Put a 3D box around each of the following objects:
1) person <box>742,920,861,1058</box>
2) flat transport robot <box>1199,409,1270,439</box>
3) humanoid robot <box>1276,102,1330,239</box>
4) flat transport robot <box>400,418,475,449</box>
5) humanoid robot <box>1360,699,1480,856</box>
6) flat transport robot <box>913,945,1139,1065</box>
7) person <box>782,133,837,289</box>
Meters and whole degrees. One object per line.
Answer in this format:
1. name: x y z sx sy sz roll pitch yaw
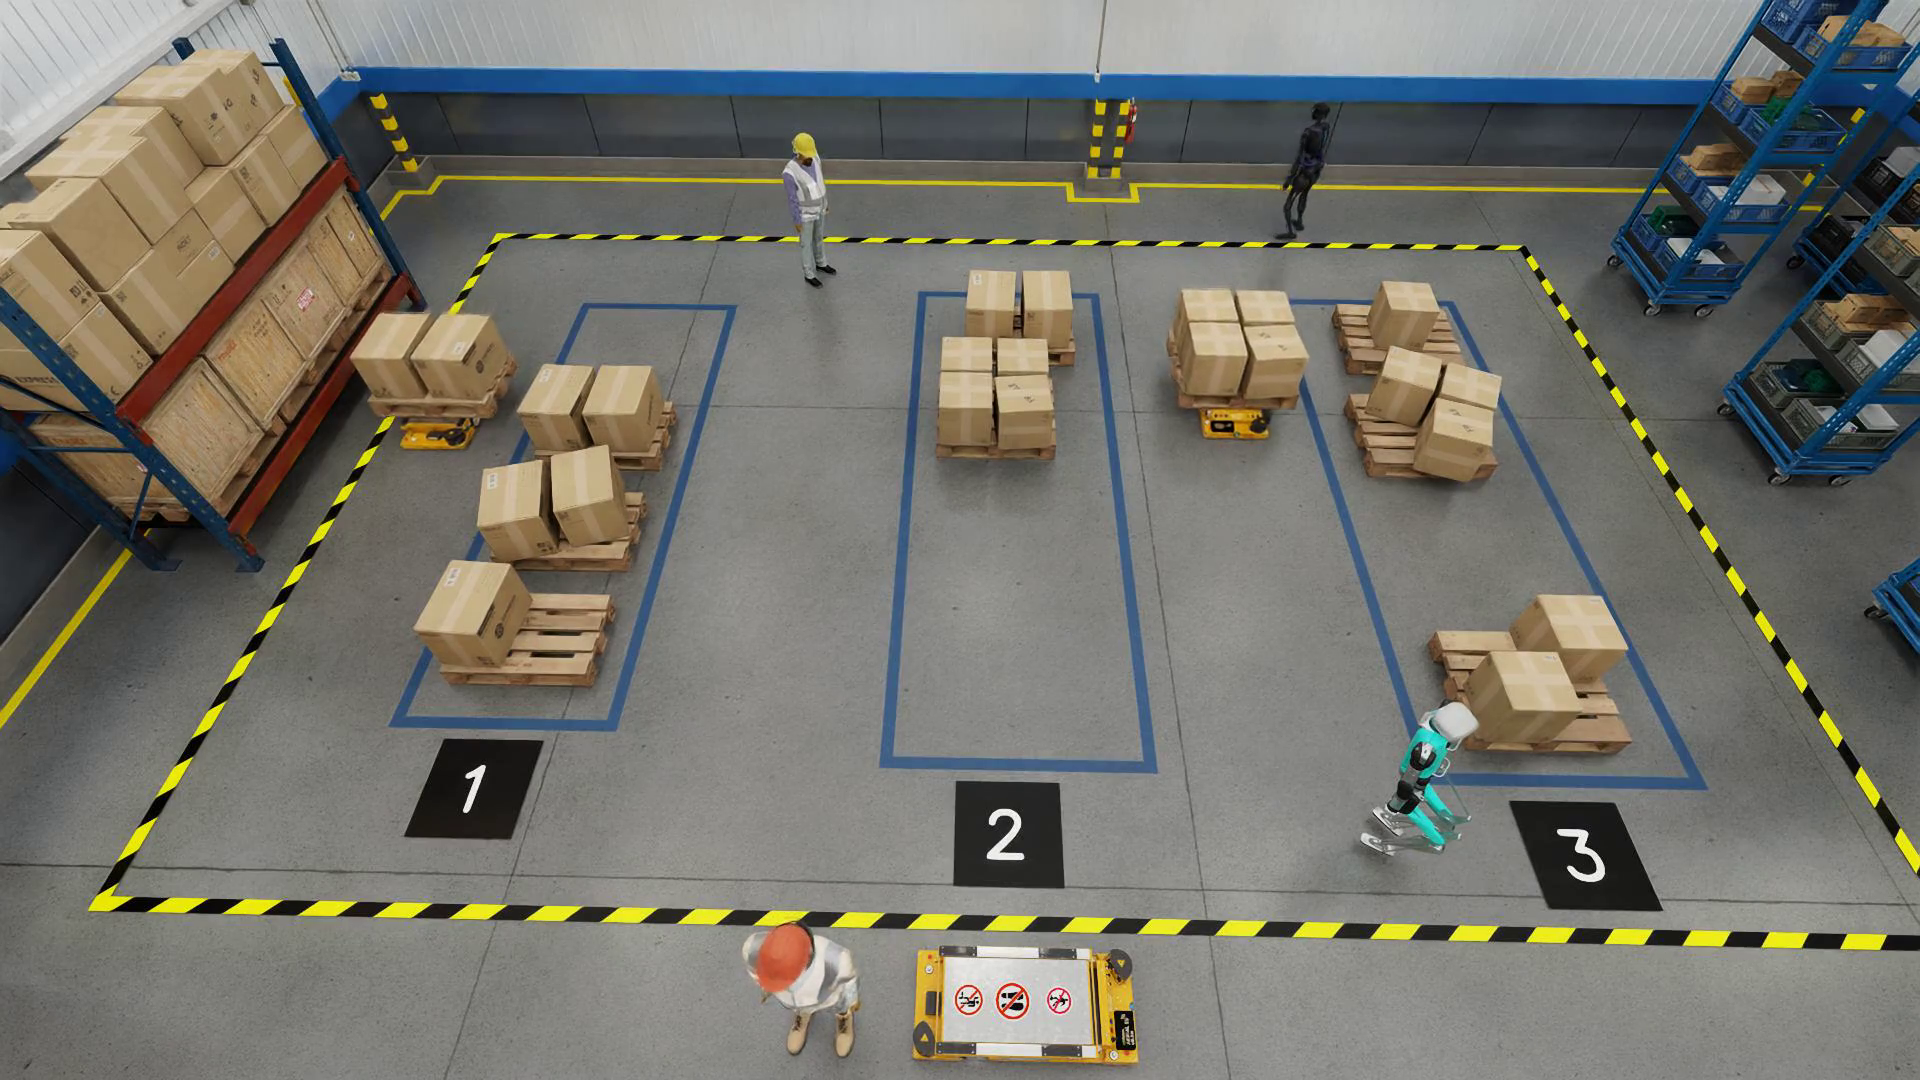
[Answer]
1. person: -0.867 2.585 5.238 0.606 2.039 0.391 6 51 5
2. flat transport robot: 2.855 -1.656 9.818 0.652 0.197 1.431 1 51 1
3. humanoid robot: 4.273 -4.534 11.267 0.583 1.637 0.381 -36 59 -26
4. flat transport robot: -5.350 -1.530 9.715 0.652 0.197 1.431 1 51 1
5. humanoid robot: 3.166 1.698 6.068 0.735 1.676 0.533 34 58 25
6. flat transport robot: 0.422 3.041 6.007 1.431 0.231 0.659 1 51 1
7. person: -1.720 -3.808 10.587 0.403 1.822 0.588 24 55 19
